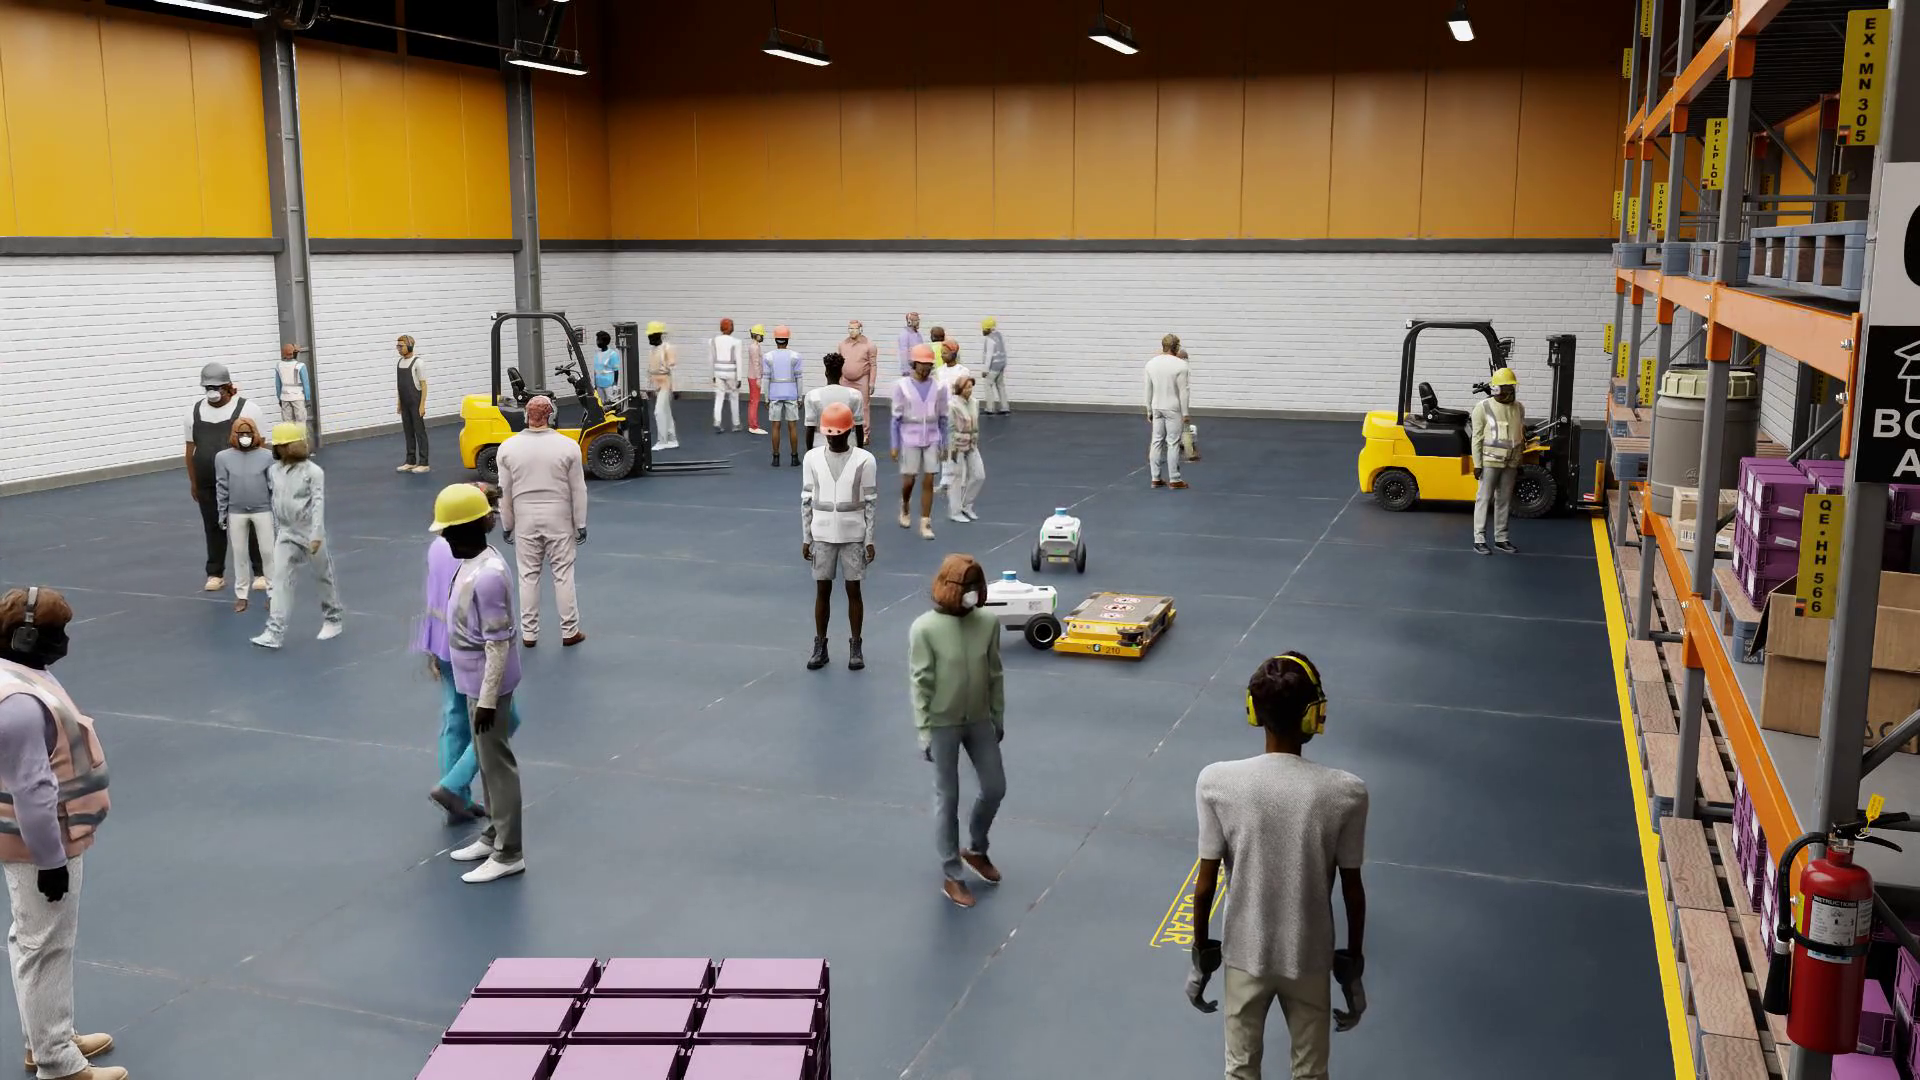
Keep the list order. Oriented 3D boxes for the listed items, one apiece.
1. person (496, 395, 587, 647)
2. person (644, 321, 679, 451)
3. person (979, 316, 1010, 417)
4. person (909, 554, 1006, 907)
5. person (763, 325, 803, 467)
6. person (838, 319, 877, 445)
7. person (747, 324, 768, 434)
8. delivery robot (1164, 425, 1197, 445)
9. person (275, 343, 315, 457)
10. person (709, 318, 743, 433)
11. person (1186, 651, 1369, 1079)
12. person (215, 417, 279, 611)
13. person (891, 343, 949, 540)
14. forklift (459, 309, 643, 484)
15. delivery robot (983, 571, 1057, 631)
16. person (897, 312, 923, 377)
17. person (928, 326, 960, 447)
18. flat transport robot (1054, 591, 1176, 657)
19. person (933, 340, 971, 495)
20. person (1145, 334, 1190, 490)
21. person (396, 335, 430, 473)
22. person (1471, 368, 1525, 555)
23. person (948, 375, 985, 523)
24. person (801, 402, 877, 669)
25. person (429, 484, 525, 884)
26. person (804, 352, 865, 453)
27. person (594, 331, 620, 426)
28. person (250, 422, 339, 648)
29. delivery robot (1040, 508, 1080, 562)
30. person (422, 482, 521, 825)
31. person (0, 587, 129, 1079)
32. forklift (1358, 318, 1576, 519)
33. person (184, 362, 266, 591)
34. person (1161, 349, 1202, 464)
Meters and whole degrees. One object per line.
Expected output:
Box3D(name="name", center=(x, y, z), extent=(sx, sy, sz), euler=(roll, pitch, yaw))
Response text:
Box3D(name="person", center=(-3.143, -0.139, 12.581), extent=(0.652, 1.906, 0.403), euler=(-1, 10, -6))
Box3D(name="person", center=(-4.429, -2.255, 24.467), extent=(0.707, 1.907, 0.640), euler=(-9, 13, -40))
Box3D(name="person", center=(0.581, -3.043, 29.274), extent=(0.596, 1.782, 0.625), euler=(3, 10, 15))
Box3D(name="person", center=(0.008, 0.868, 7.692), extent=(0.522, 1.631, 0.358), euler=(-6, 12, -30))
Box3D(name="person", center=(-2.421, -1.967, 22.785), extent=(0.544, 1.939, 0.354), euler=(-1, 10, -4))
Box3D(name="person", center=(-1.589, -2.385, 25.225), extent=(0.636, 1.910, 0.404), euler=(3, 11, 18))
Box3D(name="person", center=(-3.262, -2.581, 26.757), extent=(0.328, 1.759, 0.523), euler=(-2, 10, -12))
Box3D(name="delivery robot", center=(3.182, -1.595, 24.321), extent=(0.477, 0.478, 0.707), euler=(-3, 11, -18))
Box3D(name="person", center=(-9.508, -1.987, 23.740), extent=(0.525, 1.639, 0.307), euler=(2, 10, 13))
Box3D(name="person", center=(-3.781, -2.662, 26.911), extent=(0.584, 1.860, 0.830), euler=(2, 10, 10))
Box3D(name="person", center=(0.928, 1.250, 4.884), extent=(0.521, 1.863, 0.319), euler=(2, 10, 12))
Box3D(name="person", center=(-5.887, -0.214, 13.801), extent=(0.502, 1.629, 0.280), euler=(-3, 10, -14))
Box3D(name="person", center=(-0.420, -1.026, 17.223), extent=(0.637, 2.031, 0.573), euler=(-3, 11, -18))
Box3D(name="forklift", center=(-5.354, -1.902, 21.697), extent=(2.313, 2.155, 1.214), euler=(-2, 10, -13))
Box3D(name="delivery robot", center=(0.373, 0.479, 12.640), extent=(0.707, 0.478, 0.477), euler=(-1, 10, -4))
Box3D(name="person", center=(-0.789, -2.882, 28.023), extent=(0.407, 1.910, 0.639), euler=(4, 11, 22))
Box3D(name="person", center=(-0.306, -2.275, 24.849), extent=(0.643, 1.829, 0.445), euler=(-3, 10, -14))
Box3D(name="flat transport robot", center=(1.221, 0.631, 12.848), extent=(0.652, 0.197, 1.431), euler=(3, 11, 18))
Box3D(name="person", center=(-0.109, -1.481, 20.204), extent=(0.343, 1.881, 0.585), euler=(-9, 13, -40))
Box3D(name="person", center=(2.584, -1.593, 20.692), extent=(0.627, 1.936, 0.375), euler=(9, 13, 41))
Box3D(name="person", center=(-7.307, -1.807, 22.148), extent=(0.508, 1.844, 0.336), euler=(7, 12, 33))
Box3D(name="person", center=(5.307, -0.776, 16.363), extent=(0.592, 1.837, 0.404), euler=(-4, 11, -19))
Box3D(name="person", center=(0.040, -0.988, 18.135), extent=(0.389, 1.621, 0.546), euler=(9, 14, 42))
Box3D(name="person", center=(-0.867, -0.025, 11.881), extent=(0.543, 1.928, 0.374), euler=(1, 10, 5))
Box3D(name="person", center=(-2.298, 0.676, 7.954), extent=(0.384, 1.919, 0.584), euler=(-4, 11, -22))
Box3D(name="person", center=(-1.255, -0.895, 16.667), extent=(0.613, 1.965, 0.361), euler=(-2, 10, -12))
Box3D(name="person", center=(-5.540, -2.427, 26.047), extent=(0.537, 1.699, 0.321), euler=(7, 12, 36))
Box3D(name="person", center=(-5.021, -0.032, 12.542), extent=(0.506, 1.696, 0.887), euler=(3, 10, 14))
Box3D(name="delivery robot", center=(0.947, -0.056, 15.656), extent=(0.477, 0.478, 0.707), euler=(1, 10, 7))
Box3D(name="person", center=(-2.547, 0.604, 8.625), extent=(0.673, 1.822, 0.437), euler=(9, 13, 41))
Box3D(name="person", center=(-3.271, 1.073, 5.959), extent=(0.429, 1.838, 0.622), euler=(-7, 12, -33))
Box3D(name="forklift", center=(5.787, -1.437, 19.079), extent=(2.313, 2.155, 1.214), euler=(3, 11, 19))
Box3D(name="person", center=(-6.435, -0.557, 14.559), extent=(0.688, 2.000, 0.537), euler=(-1, 10, -6))
Box3D(name="person", center=(2.994, -1.850, 23.101), extent=(0.847, 1.592, 0.517), euler=(-7, 12, -34))
